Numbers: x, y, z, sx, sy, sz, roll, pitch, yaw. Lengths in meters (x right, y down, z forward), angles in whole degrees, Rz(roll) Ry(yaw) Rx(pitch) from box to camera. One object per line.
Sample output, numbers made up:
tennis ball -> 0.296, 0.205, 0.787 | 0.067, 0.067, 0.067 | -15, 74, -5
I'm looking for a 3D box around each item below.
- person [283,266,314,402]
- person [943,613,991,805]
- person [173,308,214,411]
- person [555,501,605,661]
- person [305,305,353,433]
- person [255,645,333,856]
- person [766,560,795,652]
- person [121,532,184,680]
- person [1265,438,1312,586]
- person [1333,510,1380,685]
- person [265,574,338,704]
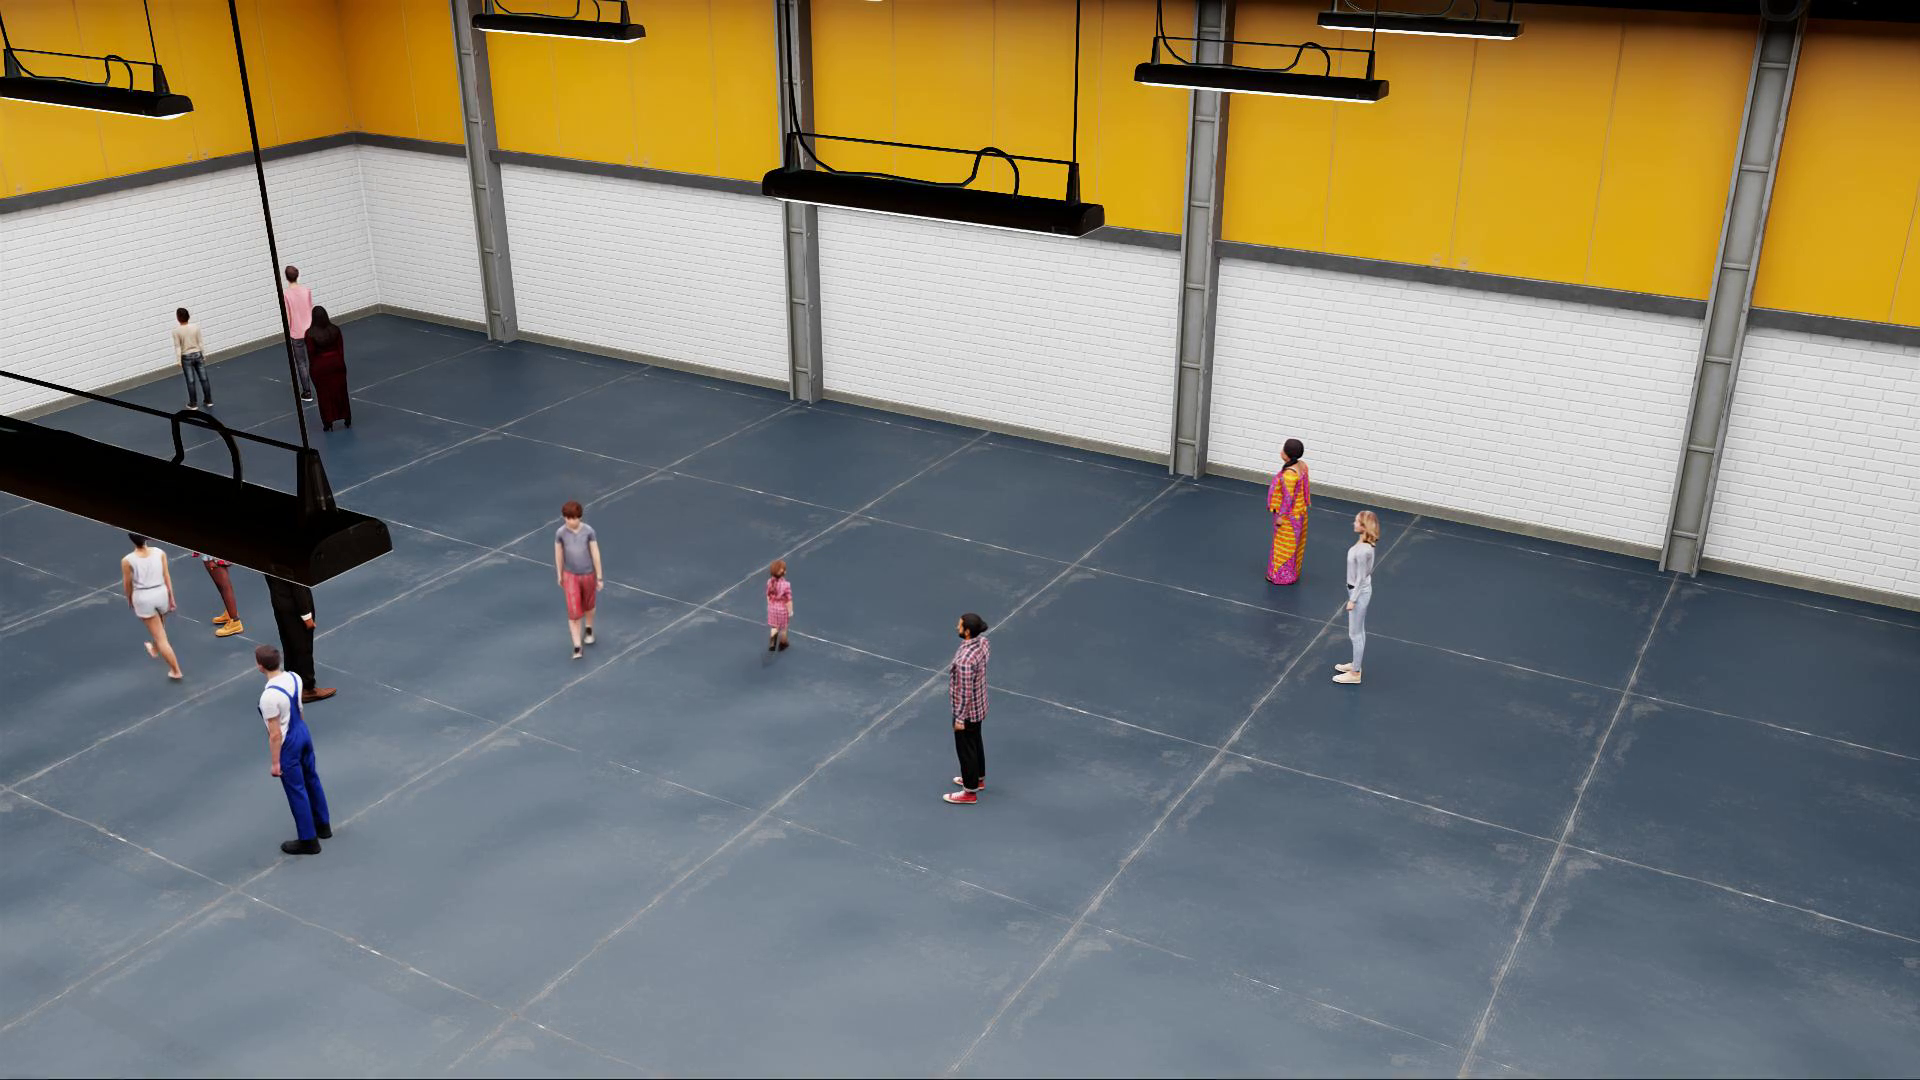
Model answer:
person -> -9.494, -2.988, 23.985 | 0.604, 1.957, 0.674 | 19, 30, 37
person -> 0.075, 1.411, 14.167 | 0.689, 1.761, 0.757 | 6, 24, 15
person -> -10.944, -2.596, 23.707 | 0.597, 1.461, 0.604 | -18, 30, -36
person -> -3.825, 0.345, 16.792 | 1.097, 1.612, 1.103 | -4, 24, -9
person -> -8.658, -2.358, 22.794 | 0.736, 1.758, 0.713 | -19, 30, -37
person -> -5.414, 1.674, 13.456 | 0.673, 1.848, 0.693 | 5, 24, 11
person -> -1.845, 0.684, 16.763 | 0.552, 1.013, 0.554 | 7, 25, 15
person -> -7.831, 0.631, 16.179 | 1.095, 1.578, 0.718 | 20, 31, 38
person -> 3.597, -0.351, 18.291 | 0.658, 1.686, 0.651 | 11, 26, 24
person -> 3.866, 0.542, 16.110 | 0.578, 1.797, 0.629 | 7, 25, 16
person -> -6.346, 0.623, 15.792 | 0.598, 1.903, 0.806 | 18, 30, 36
